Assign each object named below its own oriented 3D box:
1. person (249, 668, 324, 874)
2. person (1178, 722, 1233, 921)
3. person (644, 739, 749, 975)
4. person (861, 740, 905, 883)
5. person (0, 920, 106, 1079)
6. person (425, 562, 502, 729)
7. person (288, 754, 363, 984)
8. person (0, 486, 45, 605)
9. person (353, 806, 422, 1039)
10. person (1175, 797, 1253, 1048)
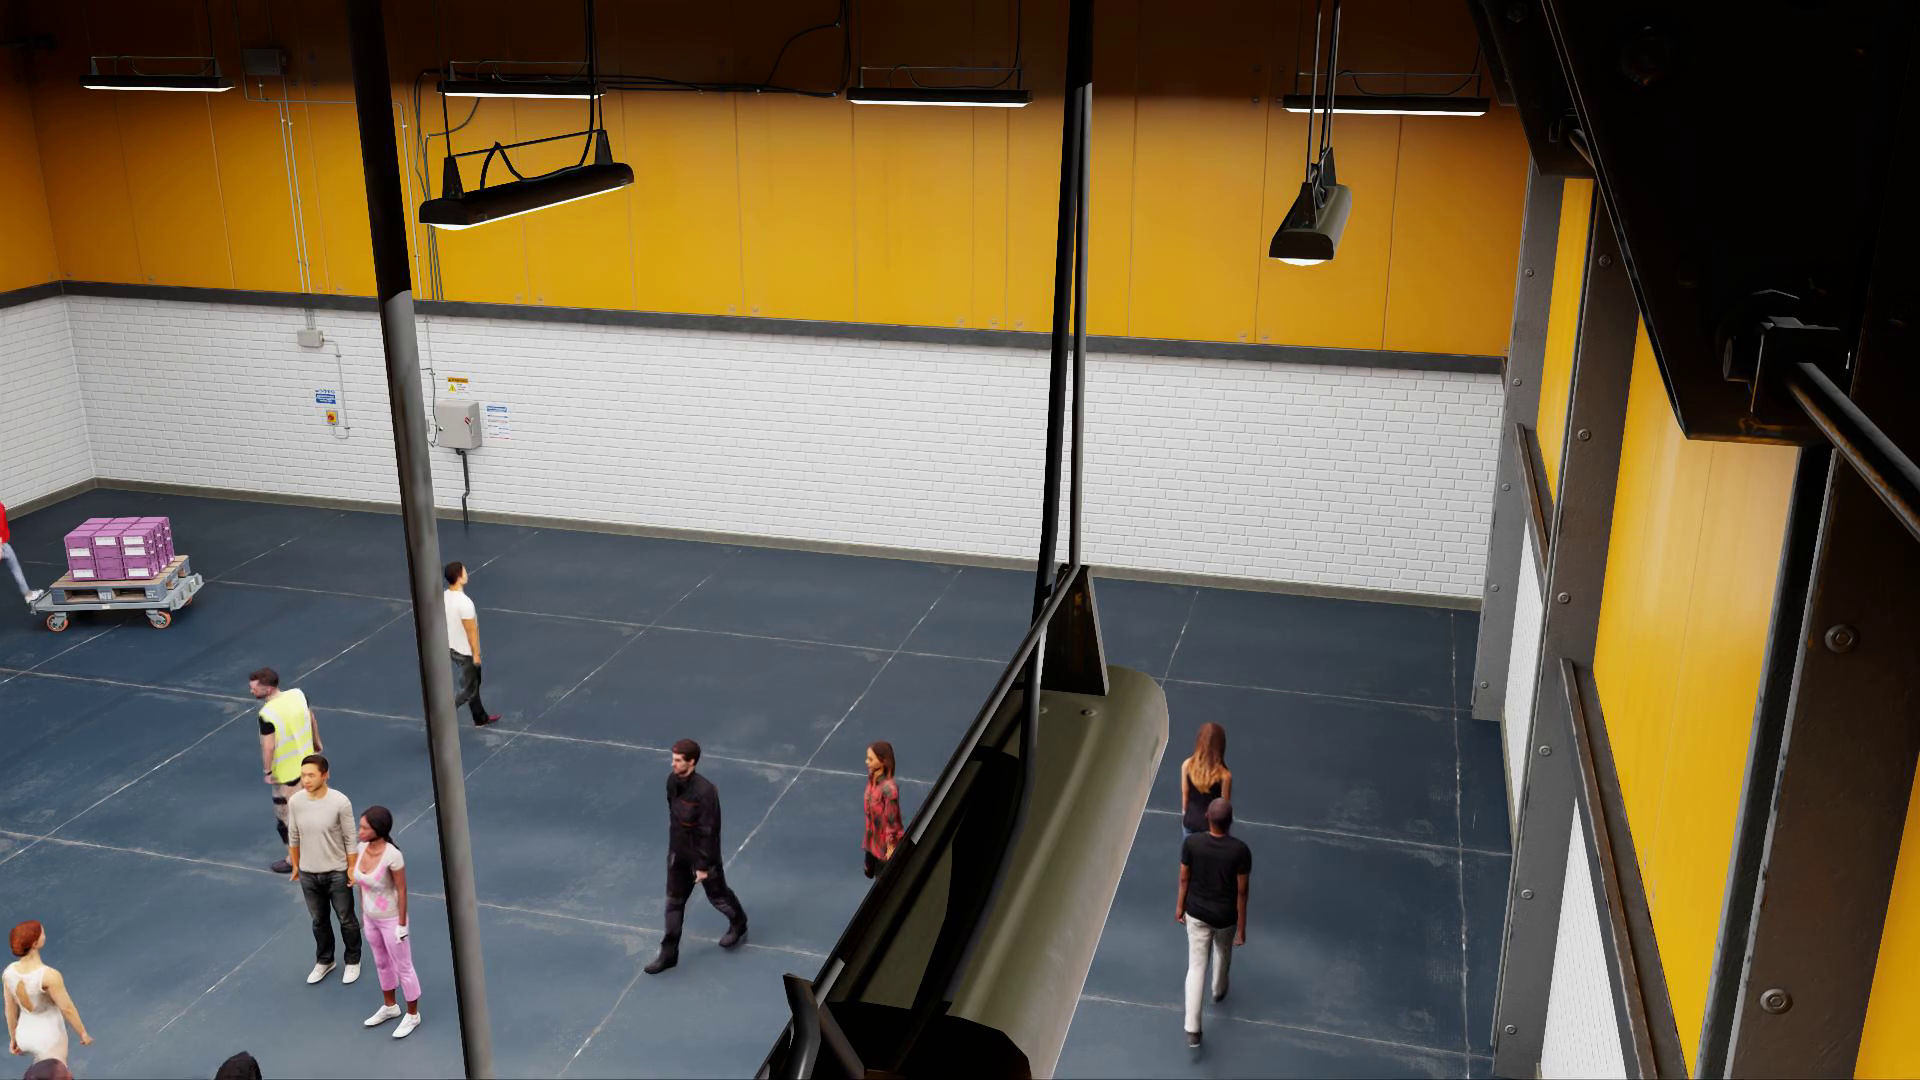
[{"bbox_3d":[-5.531,1.854,13.868,0.994,1.823,0.650,12,22,31],"label":"person"},{"bbox_3d":[1.899,2.226,12.920,0.641,1.722,0.639,13,23,34],"label":"person"},{"bbox_3d":[-1.904,2.332,12.486,1.033,1.799,1.267,15,24,37],"label":"person"},{"bbox_3d":[-0.503,2.294,12.775,0.939,1.686,0.895,-8,20,-23],"label":"person"},{"bbox_3d":[-5.743,3.172,10.308,0.556,1.598,1.011,5,19,14],"label":"person"},{"bbox_3d":[-4.909,1.100,16.171,1.185,1.781,0.994,-18,25,-42],"label":"person"},{"bbox_3d":[-4.670,2.401,12.259,0.699,1.812,0.626,1,19,2],"label":"person"},{"bbox_3d":[-11.234,0.152,19.214,0.627,1.635,1.223,4,19,13],"label":"person"},{"bbox_3d":[-4.012,2.649,11.636,0.630,1.740,0.601,11,22,31],"label":"person"},{"bbox_3d":[1.727,2.670,11.542,0.661,1.760,1.188,5,19,15],"label":"person"}]
